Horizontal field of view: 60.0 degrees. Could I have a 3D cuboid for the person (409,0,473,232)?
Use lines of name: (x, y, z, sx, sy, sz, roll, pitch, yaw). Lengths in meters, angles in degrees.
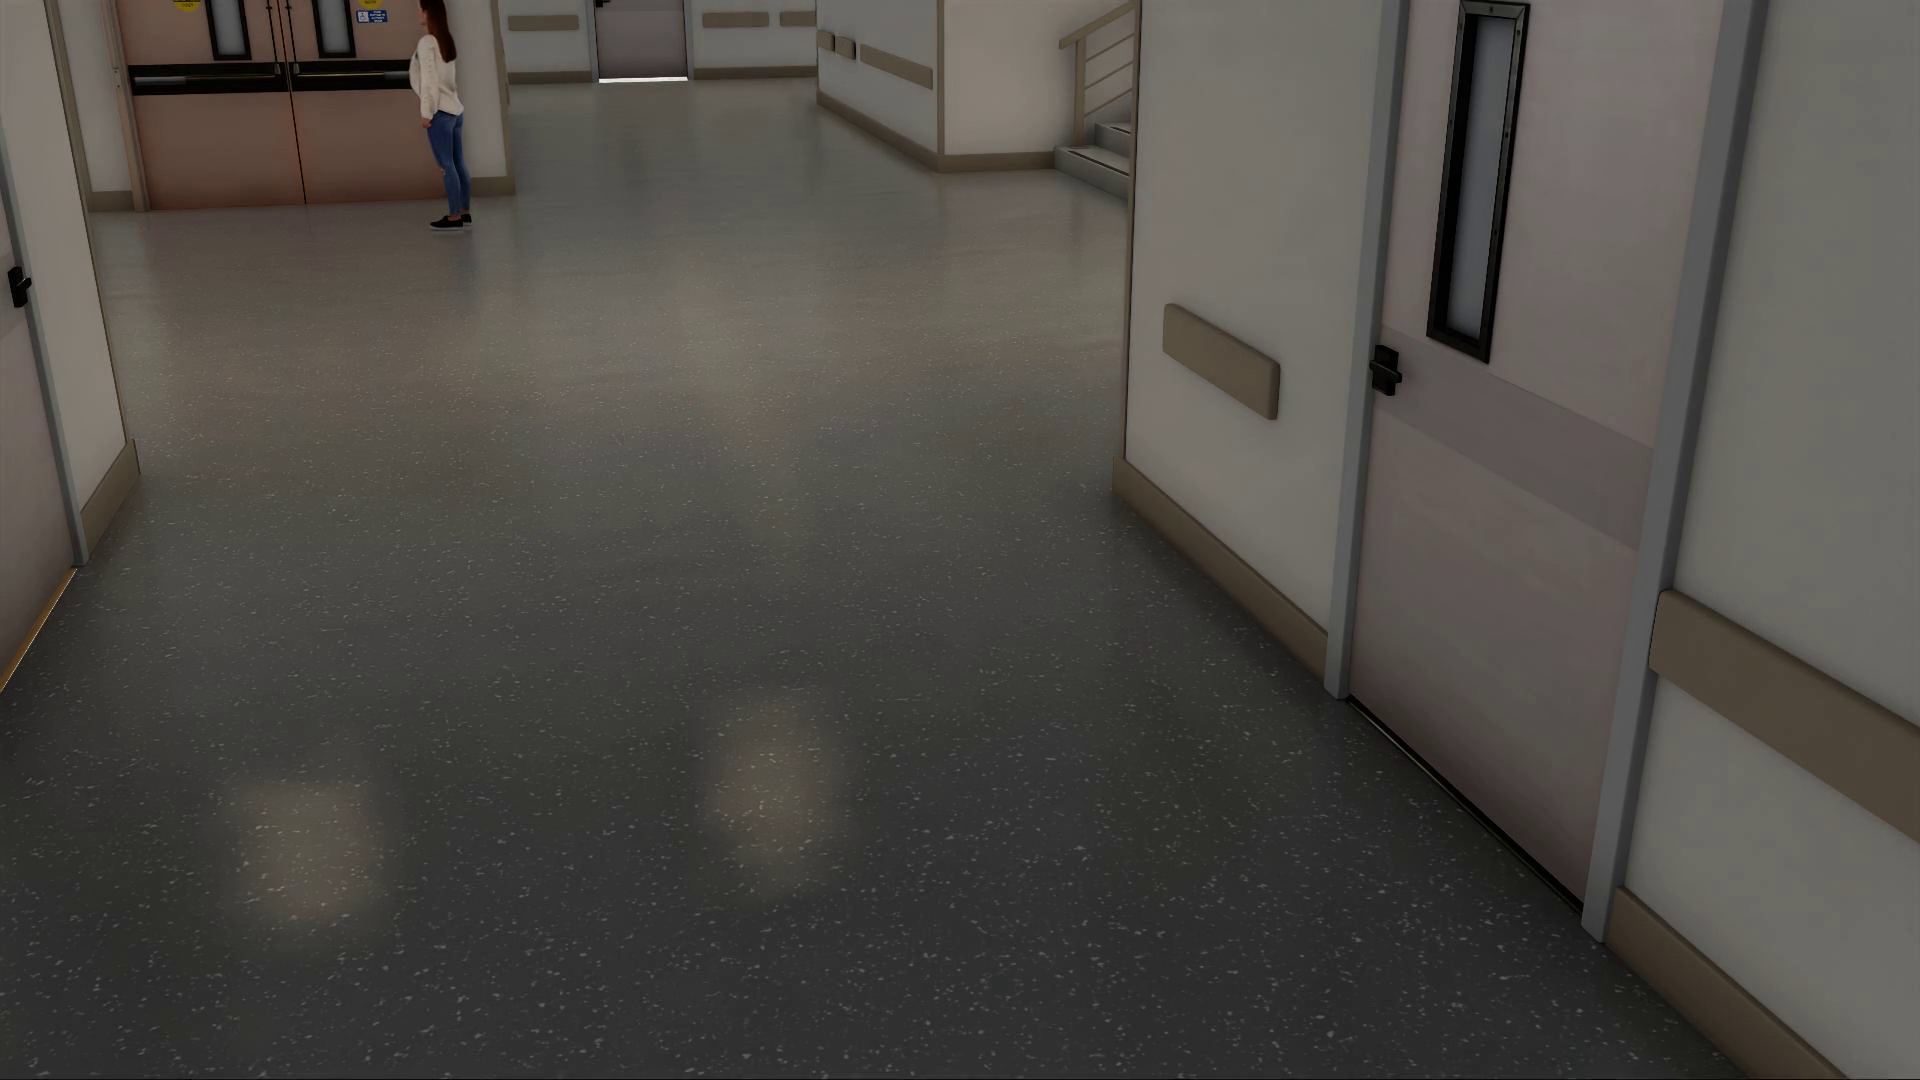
person: (-3.841, -3.168, 12.354, 0.674, 1.692, 0.689, 3, 21, 7)
